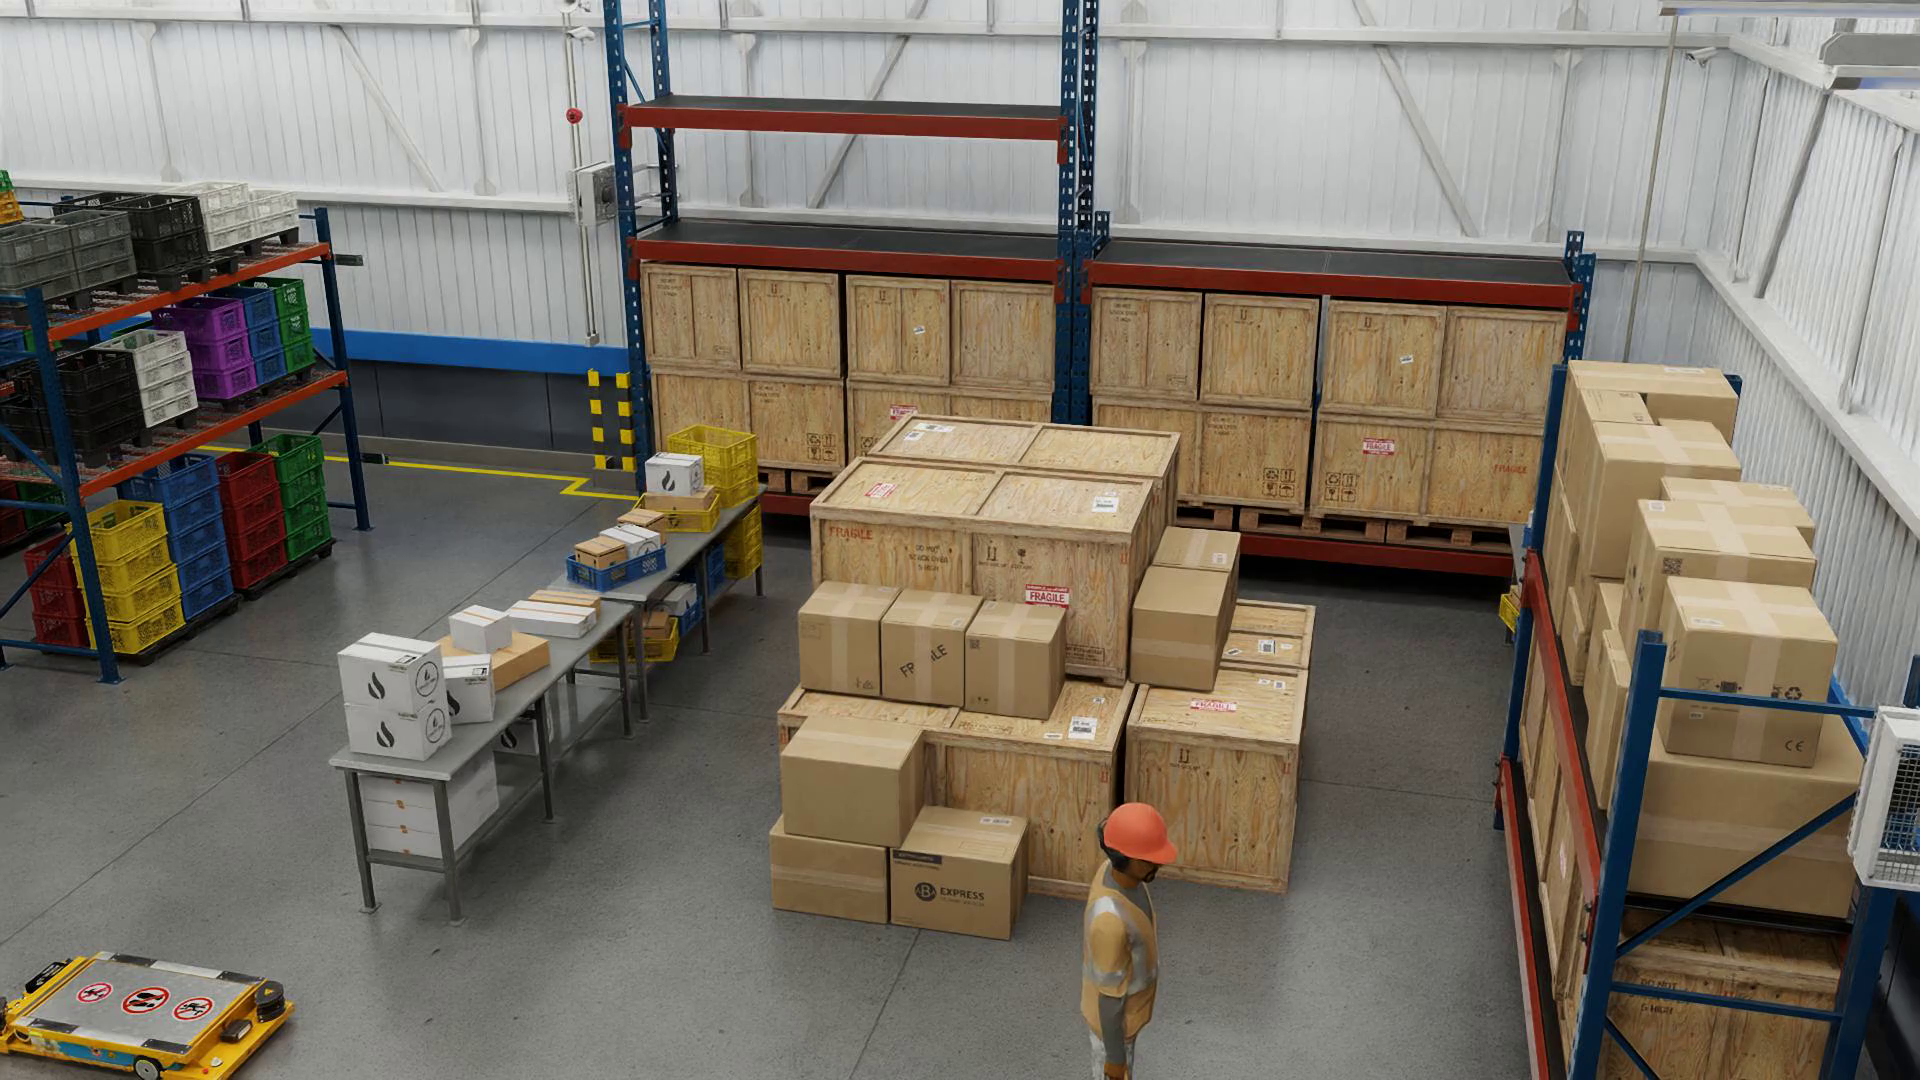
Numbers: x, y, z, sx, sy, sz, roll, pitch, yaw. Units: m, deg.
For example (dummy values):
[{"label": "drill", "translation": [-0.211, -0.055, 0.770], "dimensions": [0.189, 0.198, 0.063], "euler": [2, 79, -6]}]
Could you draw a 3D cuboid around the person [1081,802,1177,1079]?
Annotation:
[{"label": "person", "translation": [0.718, 2.042, 7.223], "dimensions": [0.379, 2.039, 0.614], "euler": [4, 21, 9]}]

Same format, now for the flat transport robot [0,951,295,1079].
[{"label": "flat transport robot", "translation": [-4.270, 2.464, 8.601], "dimensions": [1.431, 0.231, 0.659], "euler": [5, 22, 13]}]
